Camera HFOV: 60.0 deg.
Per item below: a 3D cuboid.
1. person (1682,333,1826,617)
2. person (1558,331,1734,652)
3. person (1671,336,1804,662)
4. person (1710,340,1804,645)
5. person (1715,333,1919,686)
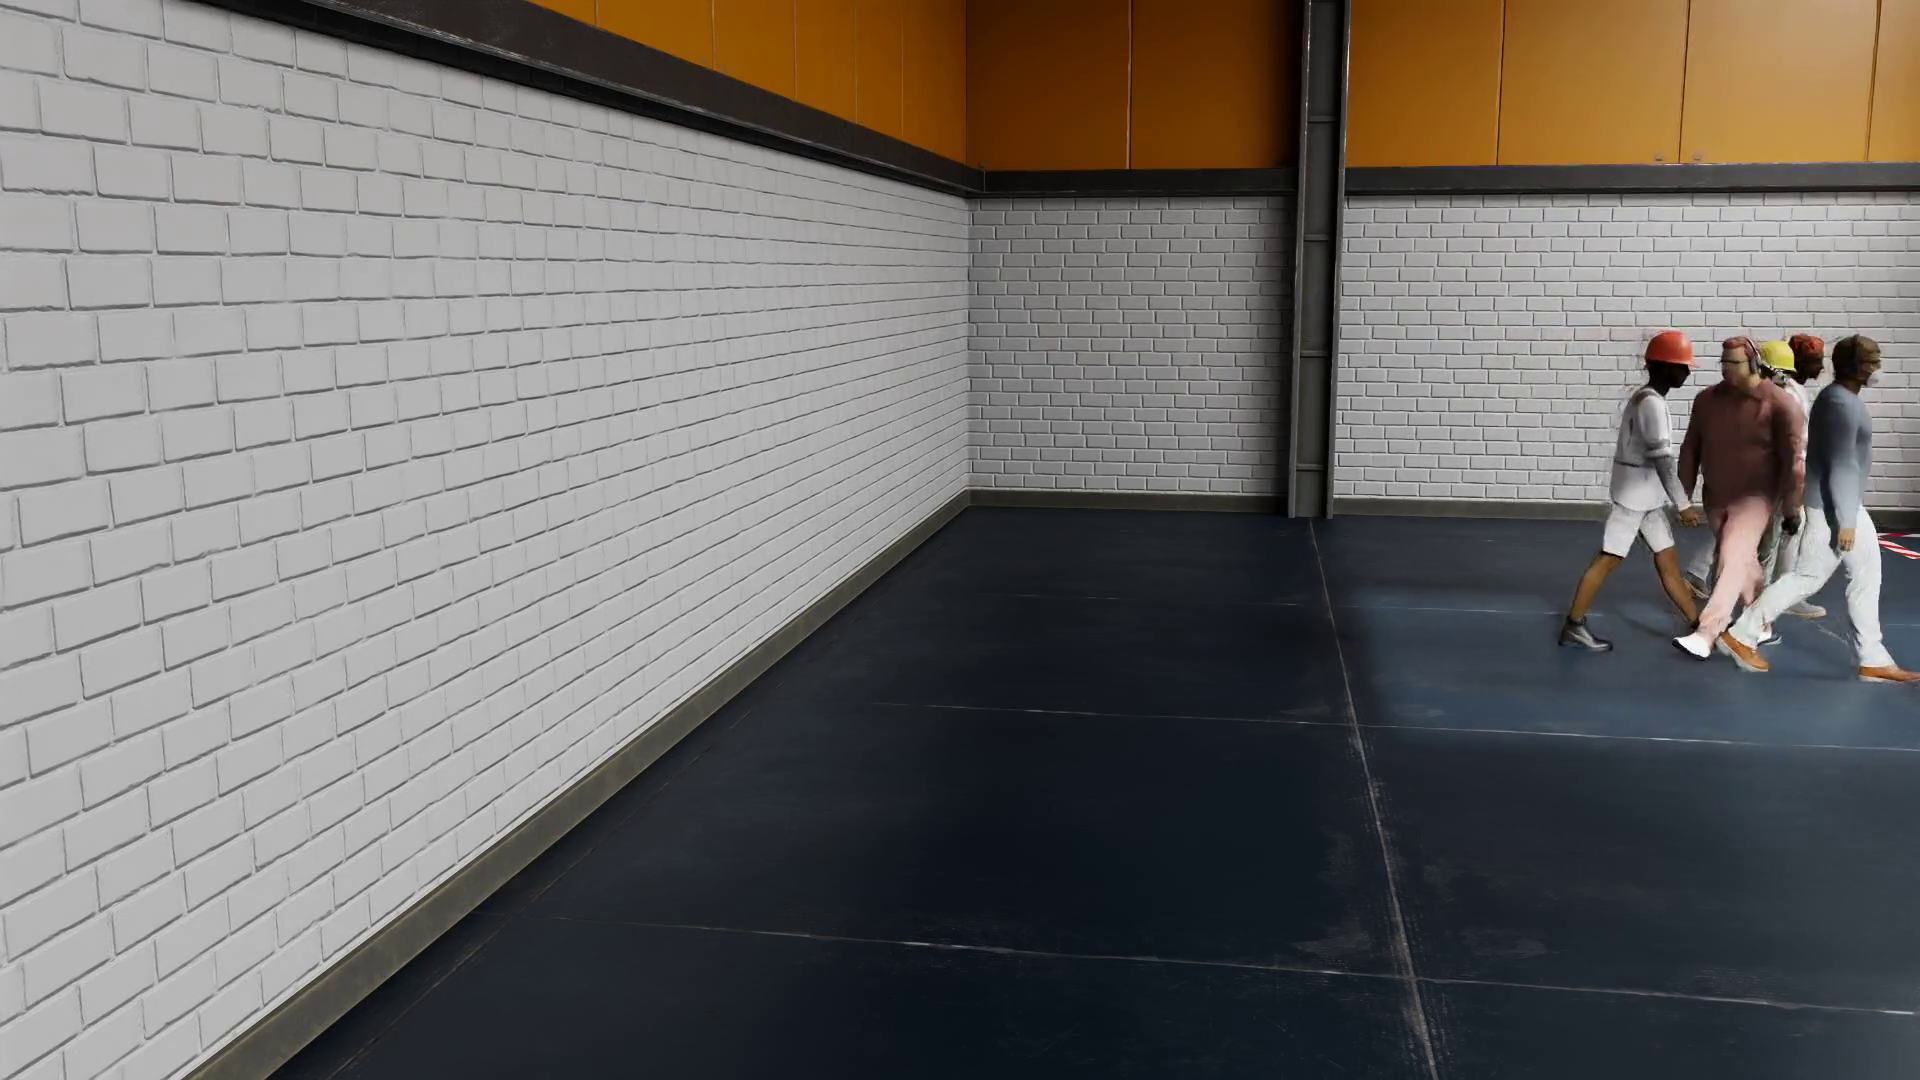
[{"bbox_3d":[5.217,-0.438,10.876,0.893,1.830,0.610,4,10,24],"label":"person"},{"bbox_3d":[3.989,-0.249,9.508,1.052,1.867,0.553,4,10,25],"label":"person"},{"bbox_3d":[4.429,-0.238,9.555,1.041,1.845,0.639,-5,10,-27],"label":"person"},{"bbox_3d":[4.731,-0.274,9.885,0.403,1.816,0.605,-5,10,-26],"label":"person"},{"bbox_3d":[4.677,-0.169,8.995,0.992,1.902,0.645,5,10,29],"label":"person"}]
